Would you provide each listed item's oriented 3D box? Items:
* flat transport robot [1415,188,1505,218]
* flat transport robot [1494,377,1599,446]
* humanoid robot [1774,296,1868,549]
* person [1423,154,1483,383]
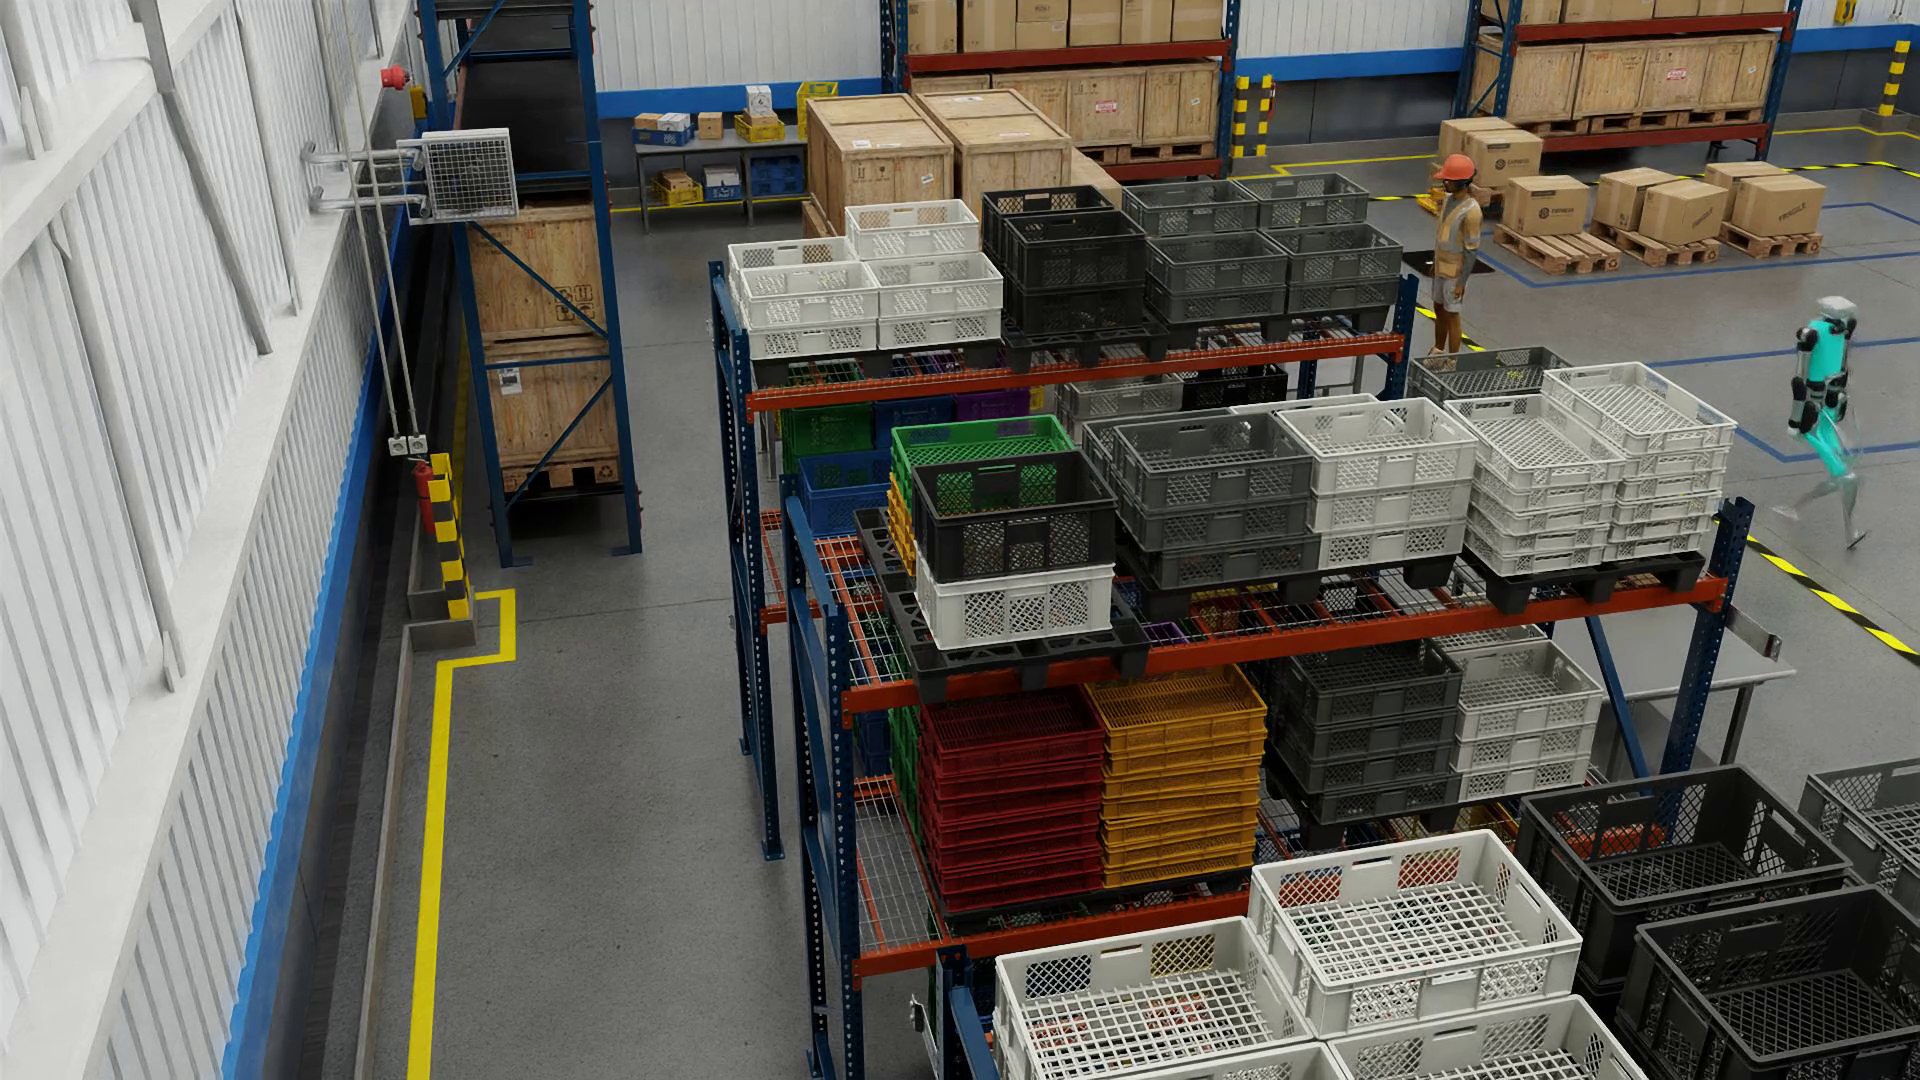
[{"bbox_3d":[6.200,-4.033,19.669,1.431,0.197,0.652,-6,28,-12],"label":"flat transport robot"},{"bbox_3d":[4.780,-1.036,14.013,0.659,0.231,1.431,-6,28,-12],"label":"flat transport robot"},{"bbox_3d":[6.431,-0.805,12.039,0.556,1.777,0.966,-14,31,-25],"label":"humanoid robot"},{"bbox_3d":[4.306,-2.387,14.677,0.389,2.038,0.610,-4,28,-7],"label":"person"}]
